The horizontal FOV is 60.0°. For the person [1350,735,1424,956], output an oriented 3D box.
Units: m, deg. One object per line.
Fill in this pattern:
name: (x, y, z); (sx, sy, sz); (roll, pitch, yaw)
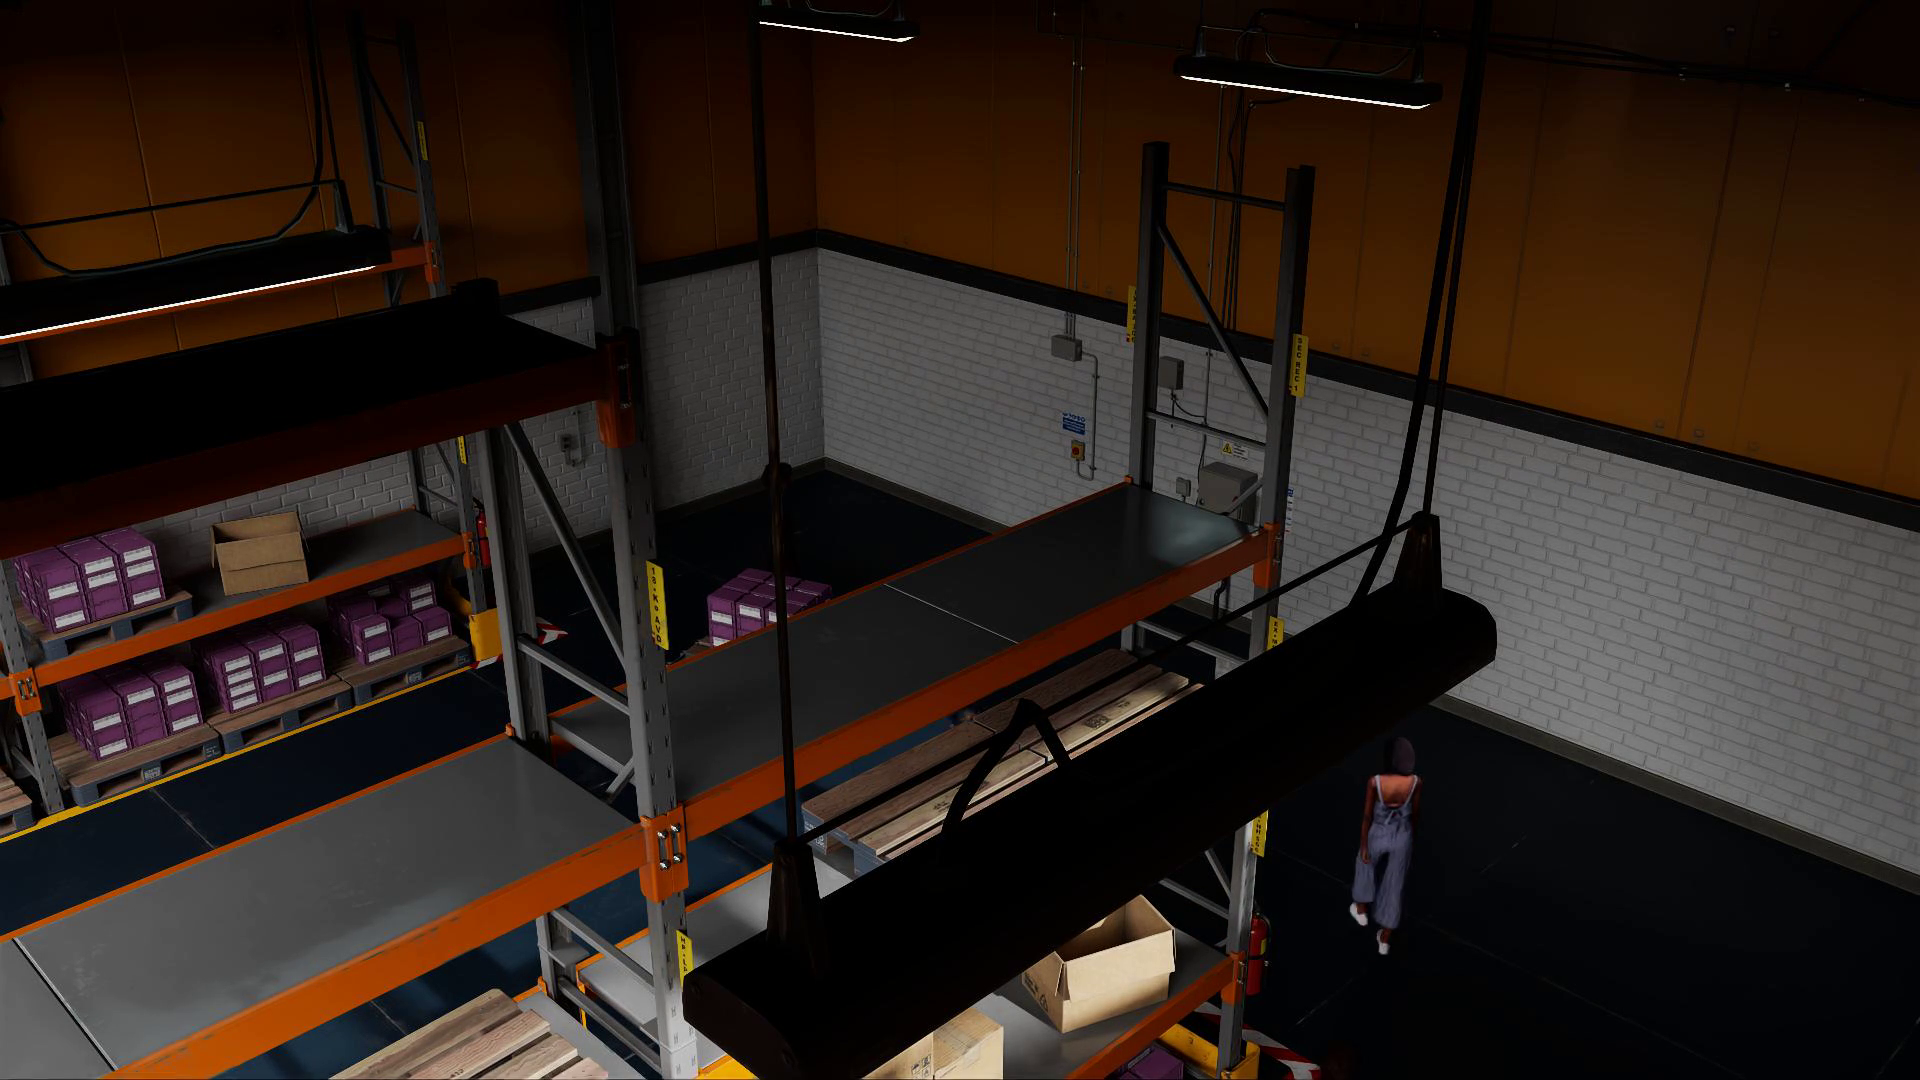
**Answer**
person: (3.061, 2.202, 11.811); (0.786, 1.680, 0.873); (4, 24, 9)
